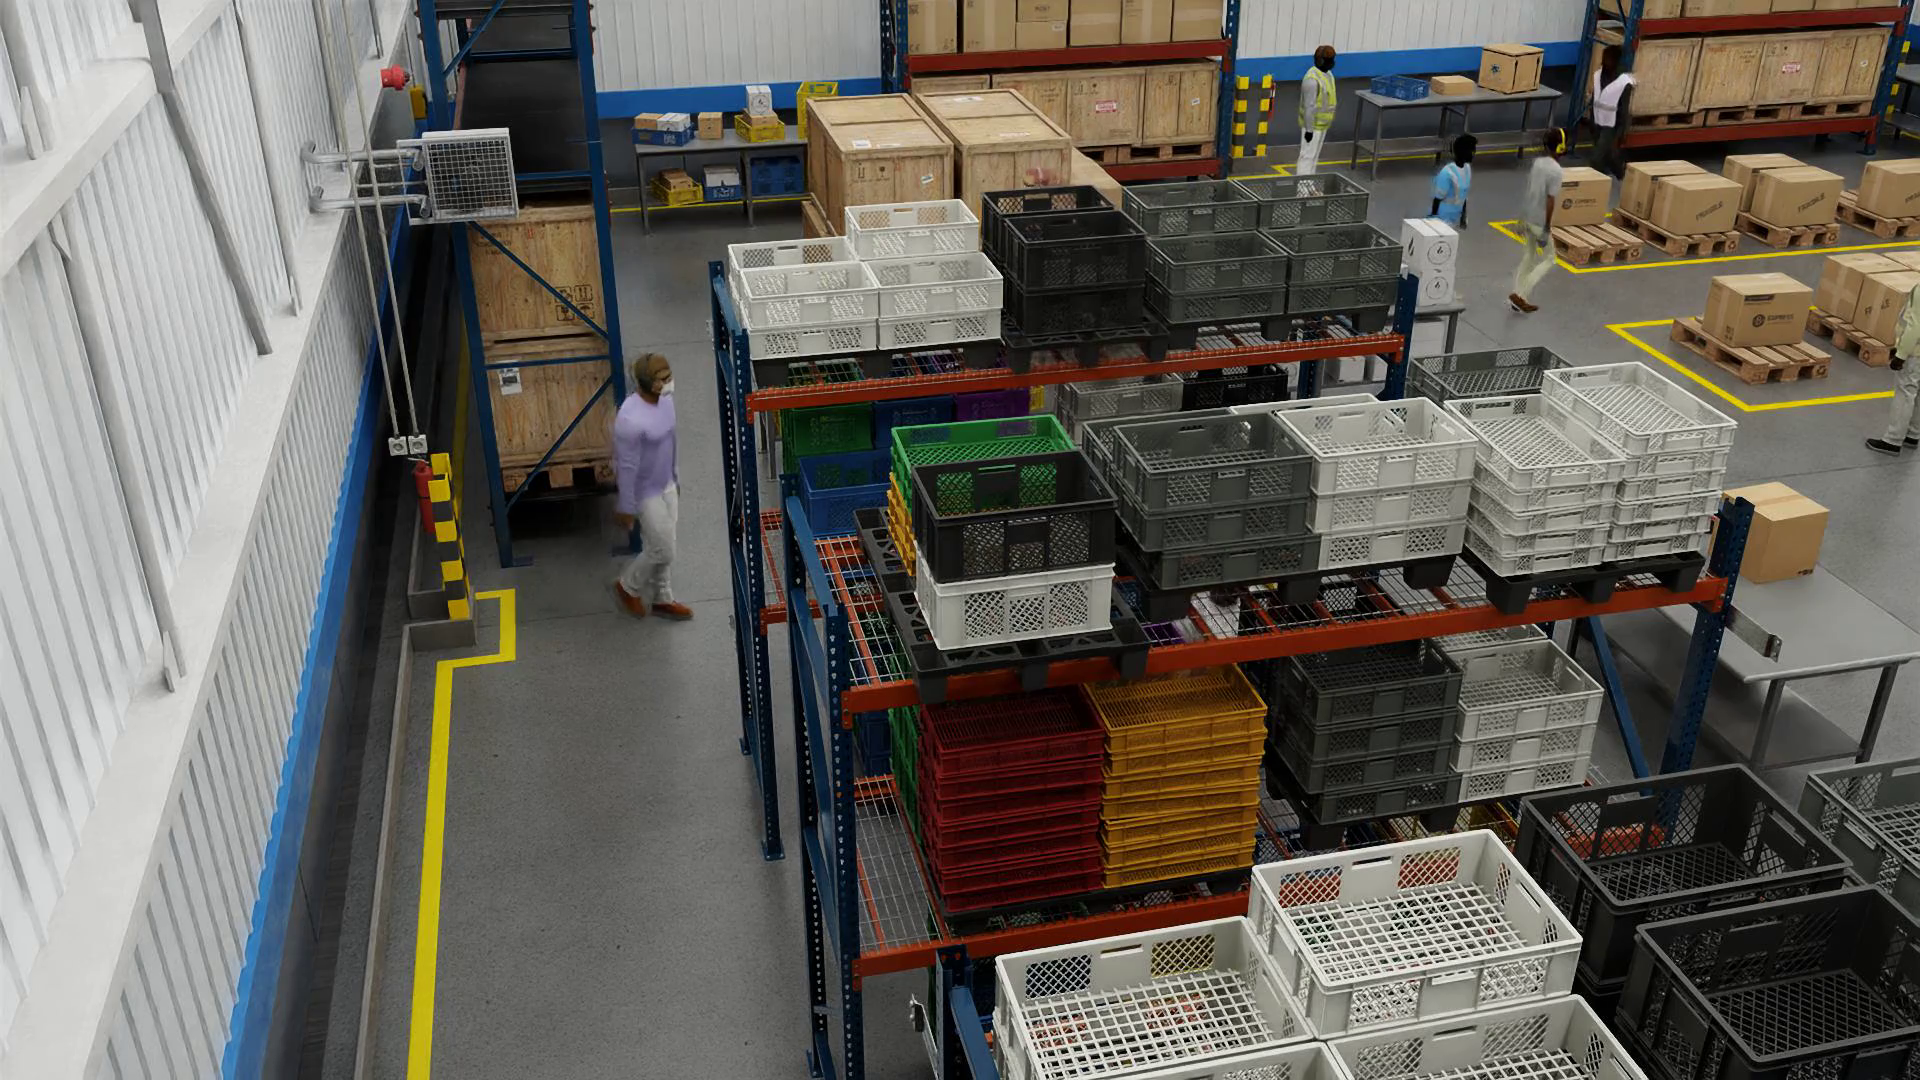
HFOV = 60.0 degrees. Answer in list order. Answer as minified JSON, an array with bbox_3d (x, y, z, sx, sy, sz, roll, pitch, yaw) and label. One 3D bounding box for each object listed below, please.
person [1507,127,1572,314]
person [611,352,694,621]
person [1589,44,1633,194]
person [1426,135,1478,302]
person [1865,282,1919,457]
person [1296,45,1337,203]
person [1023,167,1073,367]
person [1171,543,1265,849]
[{"bbox_3d":[5.663,-3.092,16.193,0.371,1.859,0.507,-7,29,-12],"label":"person"},{"bbox_3d":[-2.016,-0.317,10.856,0.465,1.924,0.661,8,29,14],"label":"person"},{"bbox_3d":[7.695,-4.908,19.618,0.843,1.888,0.606,-10,29,-18],"label":"person"},{"bbox_3d":[4.904,-3.220,16.632,0.698,1.660,0.548,18,33,30],"label":"person"},{"bbox_3d":[7.693,-1.567,13.329,0.595,1.828,0.403,-15,31,-26],"label":"person"},{"bbox_3d":[4.218,-4.908,19.657,0.430,1.843,0.625,14,31,24],"label":"person"},{"bbox_3d":[0.795,-2.415,14.876,0.578,1.891,0.651,-8,29,-15],"label":"person"},{"bbox_3d":[1.337,0.845,8.726,0.631,1.880,0.362,-15,31,-26],"label":"person"}]
